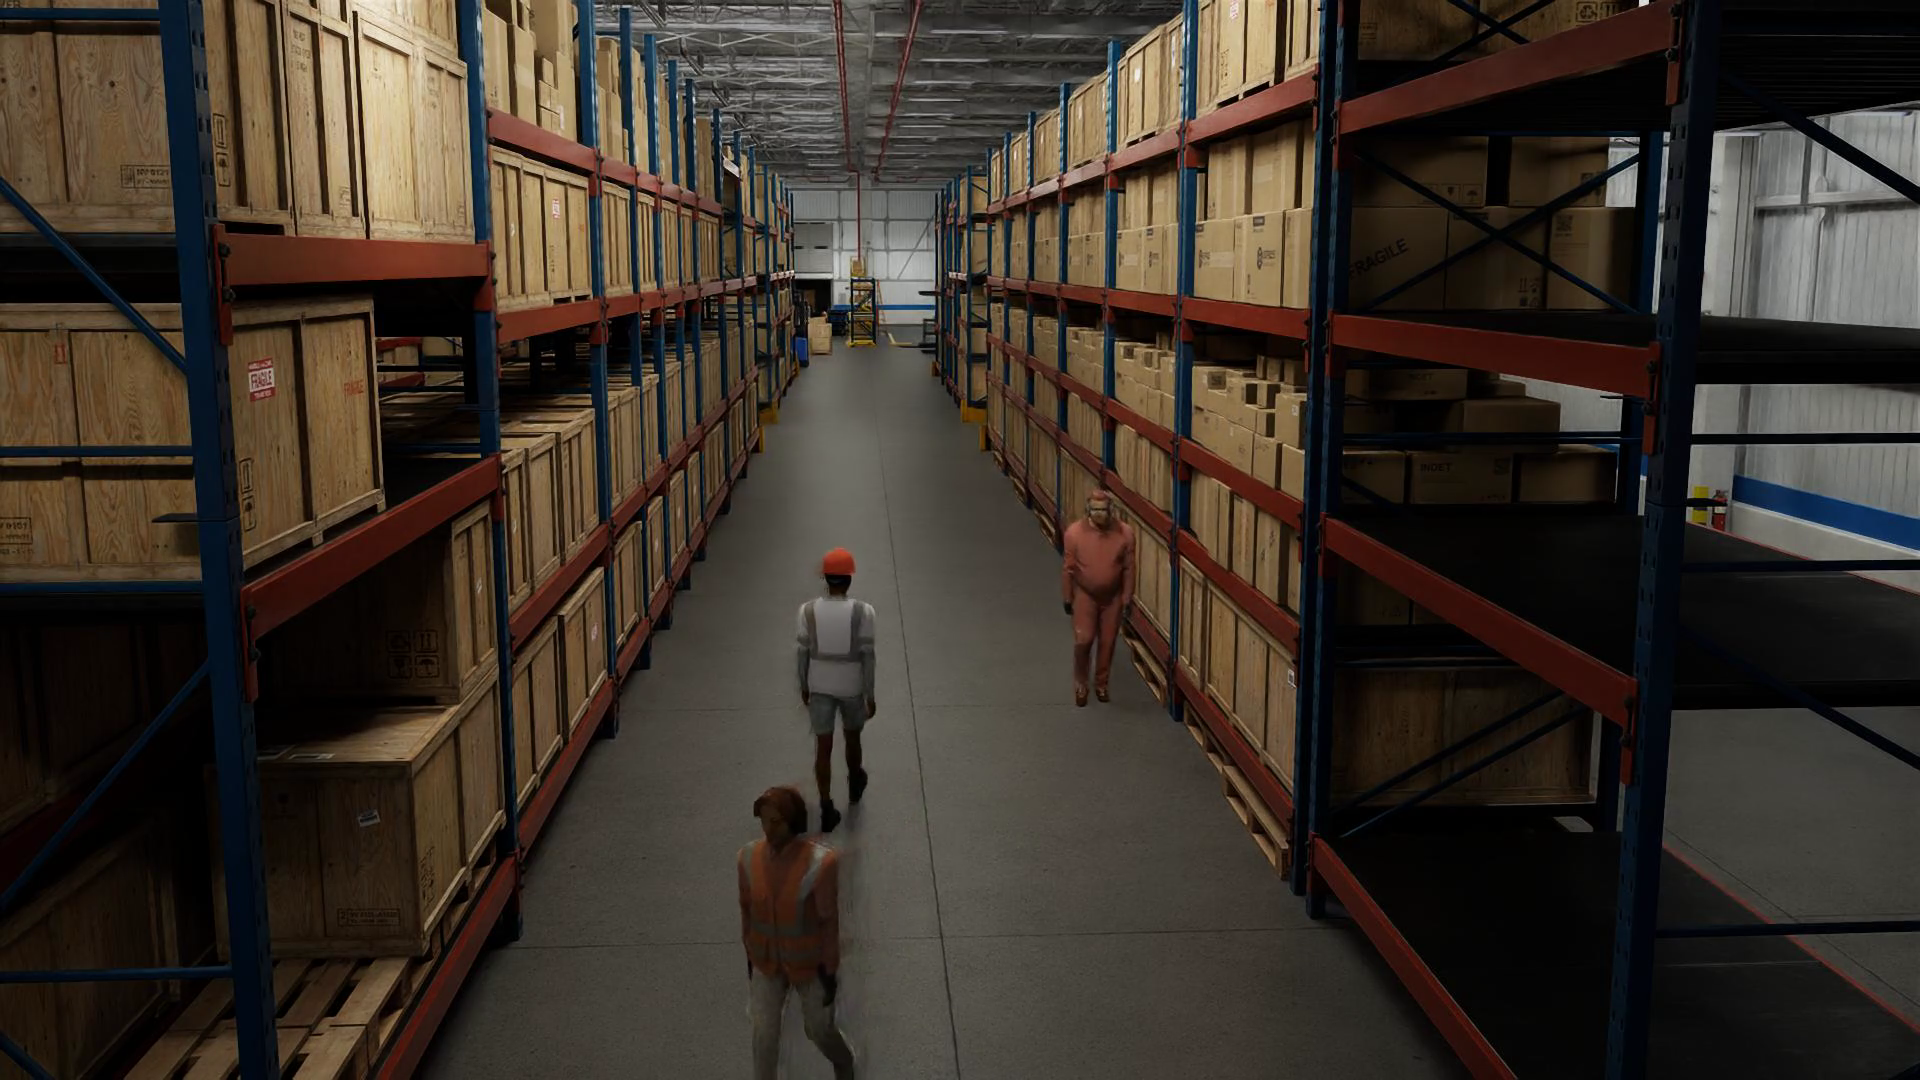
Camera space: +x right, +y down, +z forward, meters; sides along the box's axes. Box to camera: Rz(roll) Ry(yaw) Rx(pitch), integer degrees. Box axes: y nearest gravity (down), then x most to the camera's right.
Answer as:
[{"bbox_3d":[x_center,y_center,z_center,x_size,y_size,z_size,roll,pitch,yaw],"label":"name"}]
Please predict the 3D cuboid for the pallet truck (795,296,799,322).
[{"bbox_3d":[-8.622,-12.439,91.403,1.885,1.965,0.823,2,10,13],"label":"pallet truck"}]

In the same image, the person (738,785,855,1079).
[{"bbox_3d":[-0.710,1.830,7.297,0.514,1.617,0.724,3,10,20],"label":"person"}]

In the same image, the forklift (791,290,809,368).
[{"bbox_3d":[-6.076,-7.676,60.322,1.129,2.768,1.873,-1,10,-3],"label":"forklift"}]

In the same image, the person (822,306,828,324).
[{"bbox_3d":[-6.600,-10.581,81.226,0.322,1.689,0.530,-4,10,-23],"label":"person"}]

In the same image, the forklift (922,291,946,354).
[{"bbox_3d":[-0.641,-9.145,69.096,1.873,2.768,1.129,-1,10,-3],"label":"forklift"}]

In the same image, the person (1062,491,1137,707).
[{"bbox_3d":[1.212,0.510,14.419,0.641,1.883,0.603,0,10,0],"label":"person"}]

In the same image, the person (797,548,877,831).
[{"bbox_3d":[-0.840,0.988,11.525,0.565,1.882,0.975,1,10,6],"label":"person"}]
